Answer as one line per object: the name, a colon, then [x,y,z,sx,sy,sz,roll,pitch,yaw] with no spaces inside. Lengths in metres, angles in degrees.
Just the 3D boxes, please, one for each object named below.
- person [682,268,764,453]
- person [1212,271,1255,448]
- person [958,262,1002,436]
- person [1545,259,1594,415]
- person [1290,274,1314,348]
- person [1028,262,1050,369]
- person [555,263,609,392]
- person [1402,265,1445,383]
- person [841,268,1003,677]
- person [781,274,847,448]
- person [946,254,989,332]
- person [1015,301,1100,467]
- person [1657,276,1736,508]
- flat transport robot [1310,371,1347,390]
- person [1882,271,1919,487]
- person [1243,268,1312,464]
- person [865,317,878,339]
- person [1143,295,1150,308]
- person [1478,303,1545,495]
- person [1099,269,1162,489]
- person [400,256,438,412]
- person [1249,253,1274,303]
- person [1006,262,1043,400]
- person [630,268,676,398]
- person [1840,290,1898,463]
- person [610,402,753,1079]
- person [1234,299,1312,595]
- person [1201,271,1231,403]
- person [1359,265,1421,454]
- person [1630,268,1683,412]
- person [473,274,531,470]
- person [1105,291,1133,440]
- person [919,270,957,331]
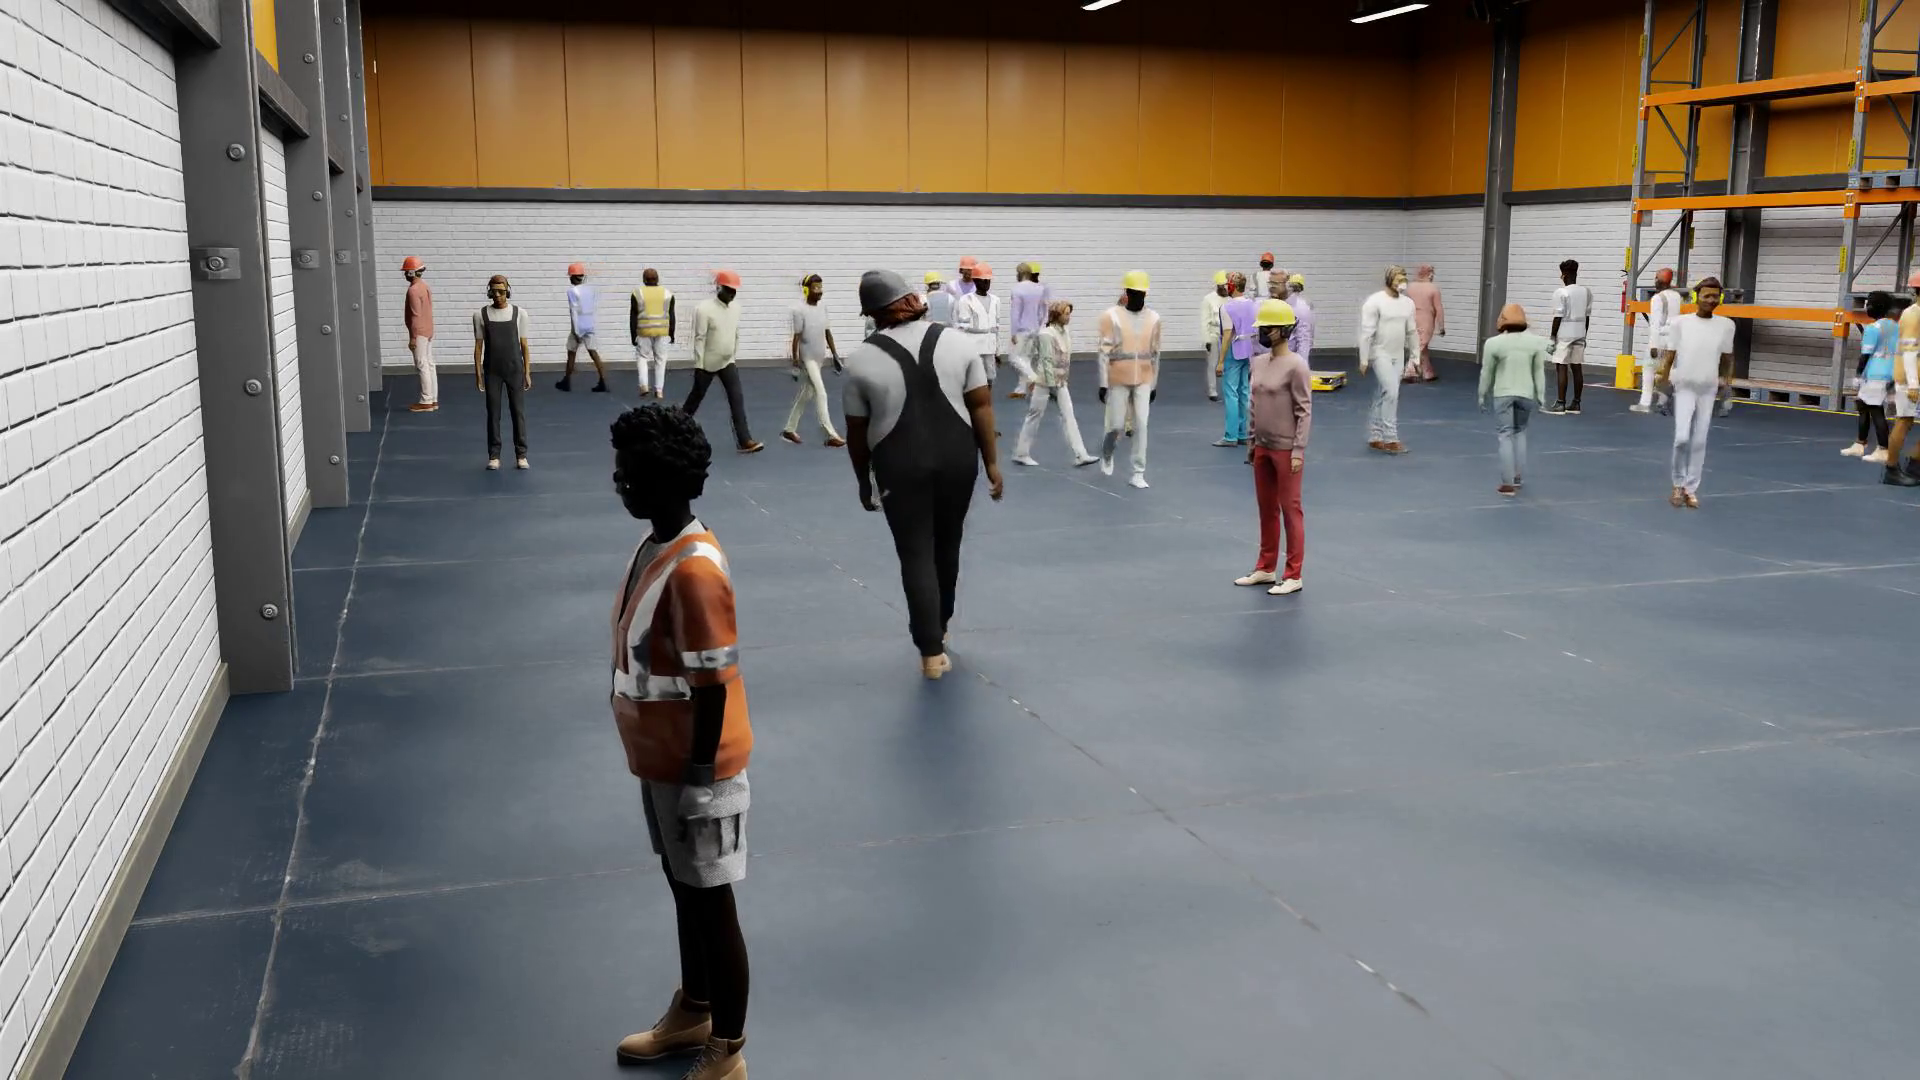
person: [-2.550,-1.841,17.121,1.158,1.911,0.636,8,13,40]
person: [2.911,-1.893,17.505,0.376,1.844,0.571,9,13,43]
person: [0.243,-2.097,18.421,0.548,1.938,0.358,-8,12,-38]
person: [7.705,-2.566,21.077,0.604,1.959,0.377,-4,11,-23]
person: [4.686,-2.842,23.291,0.552,1.728,0.834,4,10,20]
person: [1.334,-3.941,29.275,0.600,1.883,0.983,8,13,40]
person: [-5.564,-3.115,24.477,0.981,1.892,0.556,7,12,33]
person: [7.300,-3.394,26.188,1.008,1.859,0.669,-6,12,-33]
person: [-0.217,-0.390,8.240,0.761,2.000,0.908,-3,10,-15]
person: [-1.548,-1.892,17.594,0.973,1.828,0.537,6,11,31]
person: [0.078,-2.919,22.943,0.647,2.018,0.506,1,10,8]
person: [0.896,-1.472,15.806,0.876,1.583,0.529,6,12,32]
person: [5.881,-1.165,13.271,0.560,1.852,0.493,2,10,9]
flat transport robot: [5.400,-2.414,25.077,0.652,0.197,1.431,4,11,22]
person: [8.371,-1.401,14.438,0.581,1.918,0.566,-9,13,-41]
person: [3.000,-1.652,15.971,0.673,1.887,0.656,8,12,37]
person: [-0.980,-2.137,19.217,0.324,1.743,0.490,-2,10,-11]
person: [2.425,-2.745,23.052,0.281,1.634,0.498,-8,13,-40]
person: [4.689,-1.207,14.189,0.523,1.608,0.599,0,10,1]
person: [1.473,-1.421,14.599,0.606,1.908,0.675,-3,10,-14]
person: [-6.996,-2.656,21.490,0.395,1.993,0.614,0,10,1]
person: [5.640,-4.268,30.688,0.611,2.043,0.374,3,10,15]
person: [0.936,-2.882,23.028,0.576,1.919,0.649,8,12,38]
person: [-4.317,-2.902,23.378,0.652,1.836,0.478,-3,10,-18]
person: [8.906,-1.603,16.322,0.545,1.670,0.668,-8,13,-39]
person: [-0.665,0.519,3.968,0.322,1.697,0.532,-4,10,-21]
person: [1.890,-0.555,9.989,0.331,1.768,0.527,-4,11,-24]
person: [3.589,-2.712,22.411,0.602,1.790,0.866,-4,11,-21]
person: [4.429,-1.812,16.855,0.660,1.907,0.831,-6,11,-31]
person: [8.983,-2.525,21.139,0.580,1.854,0.820,-6,11,-30]
person: [-4.313,-1.574,15.688,0.508,1.841,0.335,-3,10,-14]
person: [1.815,-1.910,18.250,0.505,1.625,0.287,-5,11,-26]
person: [-0.320,-2.685,22.169,0.616,1.811,0.491,-4,10,-20]
